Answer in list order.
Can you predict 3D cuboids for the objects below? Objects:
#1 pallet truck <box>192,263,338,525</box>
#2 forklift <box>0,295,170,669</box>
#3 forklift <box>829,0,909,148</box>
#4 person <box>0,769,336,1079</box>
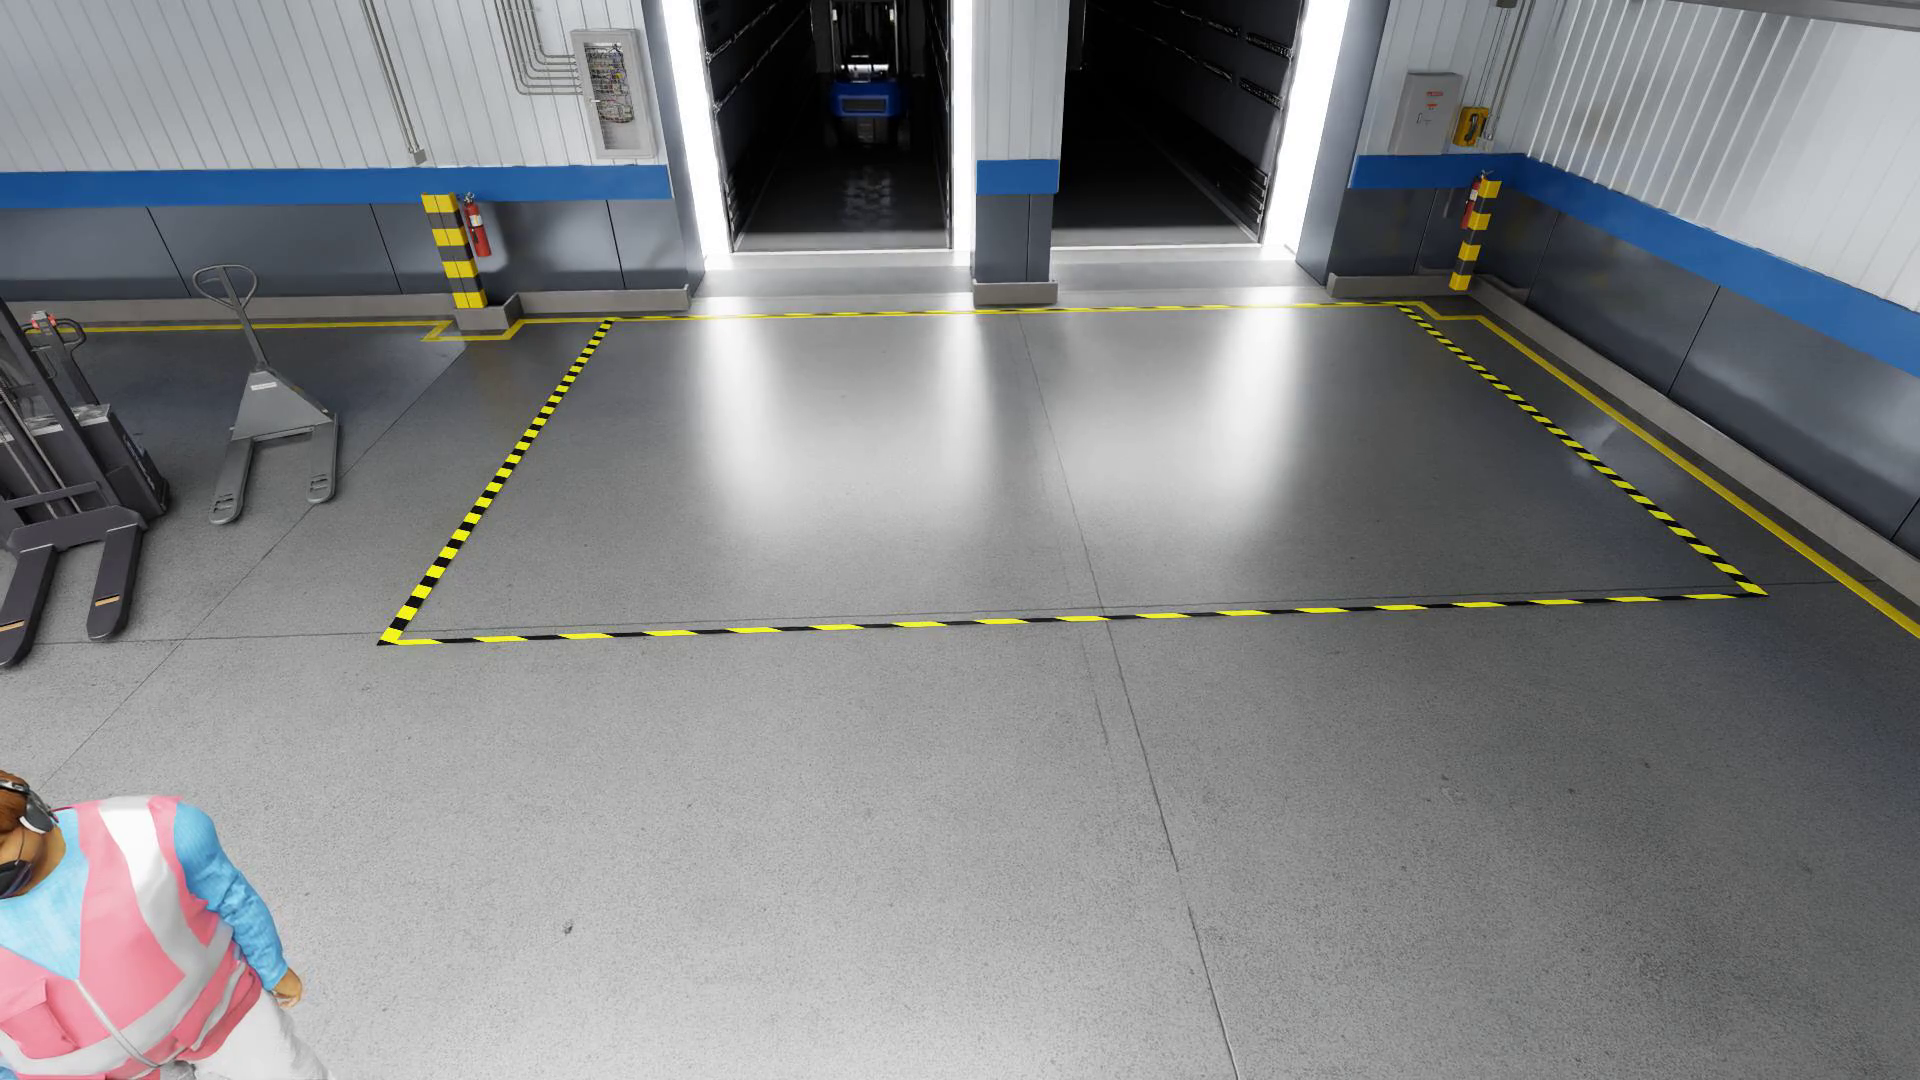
[{"bbox_3d":[-4.778,-1.027,6.128,0.680,1.201,1.601,-17,38,-23],"label":"pallet truck"},{"bbox_3d":[-5.212,-0.618,4.878,0.823,1.965,1.885,-20,39,-26],"label":"forklift"},{"bbox_3d":[-1.439,-7.565,14.547,1.157,2.036,2.680,0,35,0],"label":"forklift"},{"bbox_3d":[-2.041,1.245,2.337,0.623,1.844,0.429,-29,44,-35],"label":"person"}]
